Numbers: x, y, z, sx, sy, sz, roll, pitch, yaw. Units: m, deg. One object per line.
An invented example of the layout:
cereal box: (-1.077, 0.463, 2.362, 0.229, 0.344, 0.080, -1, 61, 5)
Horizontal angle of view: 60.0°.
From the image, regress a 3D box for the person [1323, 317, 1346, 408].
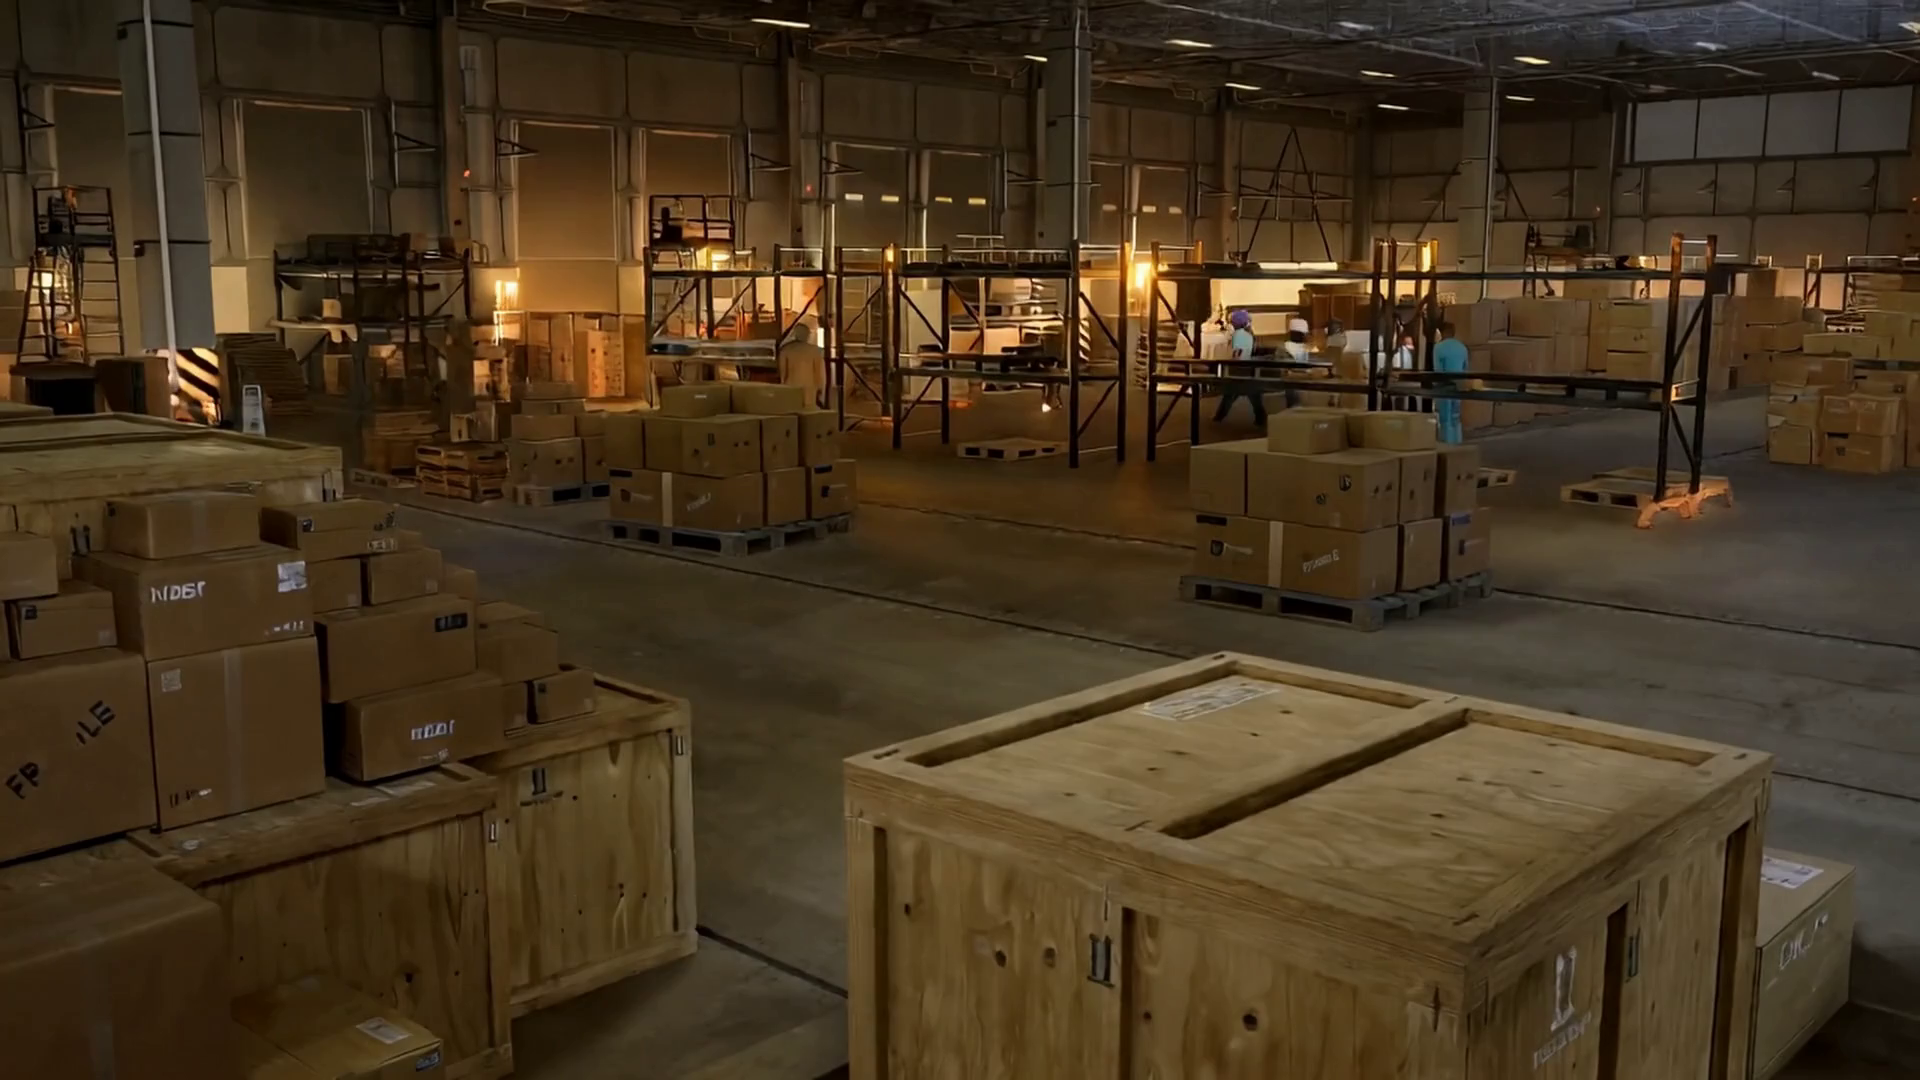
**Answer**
person: (5.715, -2.444, 25.455, 0.368, 1.932, 0.623, 5, 10, 27)

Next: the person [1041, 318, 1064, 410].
person: (1.759, -3.323, 31.414, 0.484, 1.739, 0.319, -4, 10, -24)

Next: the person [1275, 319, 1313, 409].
person: (5.093, -2.362, 25.024, 0.771, 1.894, 0.614, 9, 13, 42)

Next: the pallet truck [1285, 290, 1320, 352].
pallet truck: (11.297, -6.951, 52.861, 1.885, 1.965, 0.823, -5, 11, -29)

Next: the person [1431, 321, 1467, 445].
person: (6.780, -2.074, 23.189, 0.624, 1.931, 0.378, -5, 11, -30)

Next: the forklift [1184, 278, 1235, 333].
forklift: (6.700, -6.374, 46.624, 1.873, 2.768, 1.129, 9, 13, 43)

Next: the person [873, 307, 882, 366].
person: (-2.164, -5.389, 44.413, 0.323, 1.631, 0.522, -1, 9, -5)

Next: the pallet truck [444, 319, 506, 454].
pallet truck: (-6.981, -1.942, 22.150, 1.885, 1.965, 0.823, 1, 9, 9)

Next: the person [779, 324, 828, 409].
person: (-2.190, -2.075, 23.276, 0.637, 1.916, 0.789, 3, 10, 15)

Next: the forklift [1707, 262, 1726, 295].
forklift: (20.227, -6.065, 44.733, 1.873, 2.768, 1.129, 7, 12, 37)

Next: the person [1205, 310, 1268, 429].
person: (4.650, -2.841, 27.529, 1.038, 2.000, 0.687, 6, 11, 31)
